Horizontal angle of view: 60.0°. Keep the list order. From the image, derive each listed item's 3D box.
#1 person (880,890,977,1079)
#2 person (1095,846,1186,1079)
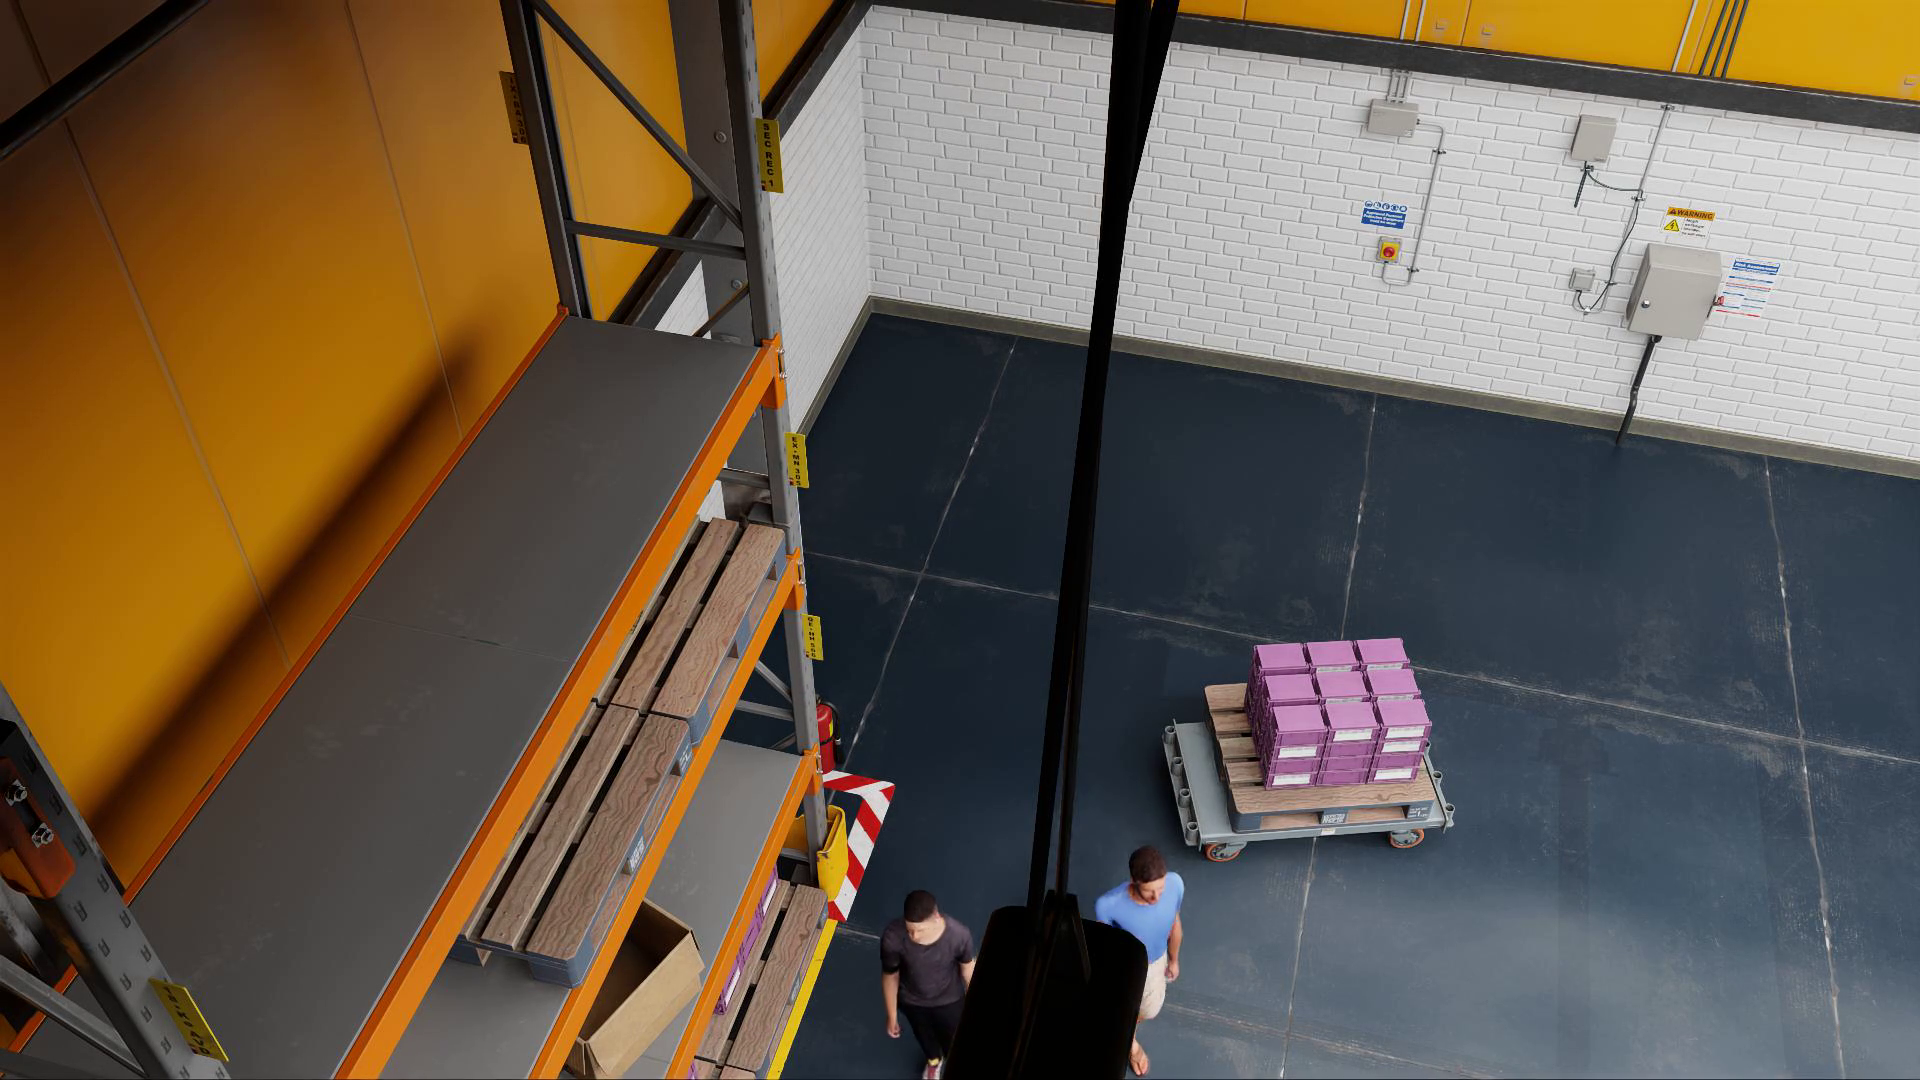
[{"bbox_3d":[-0.163,2.268,8.633,0.706,1.744,0.726,0,44,0],"label":"person"},{"bbox_3d":[0.881,2.116,8.715,0.811,1.851,0.872,-16,46,-16],"label":"person"}]
